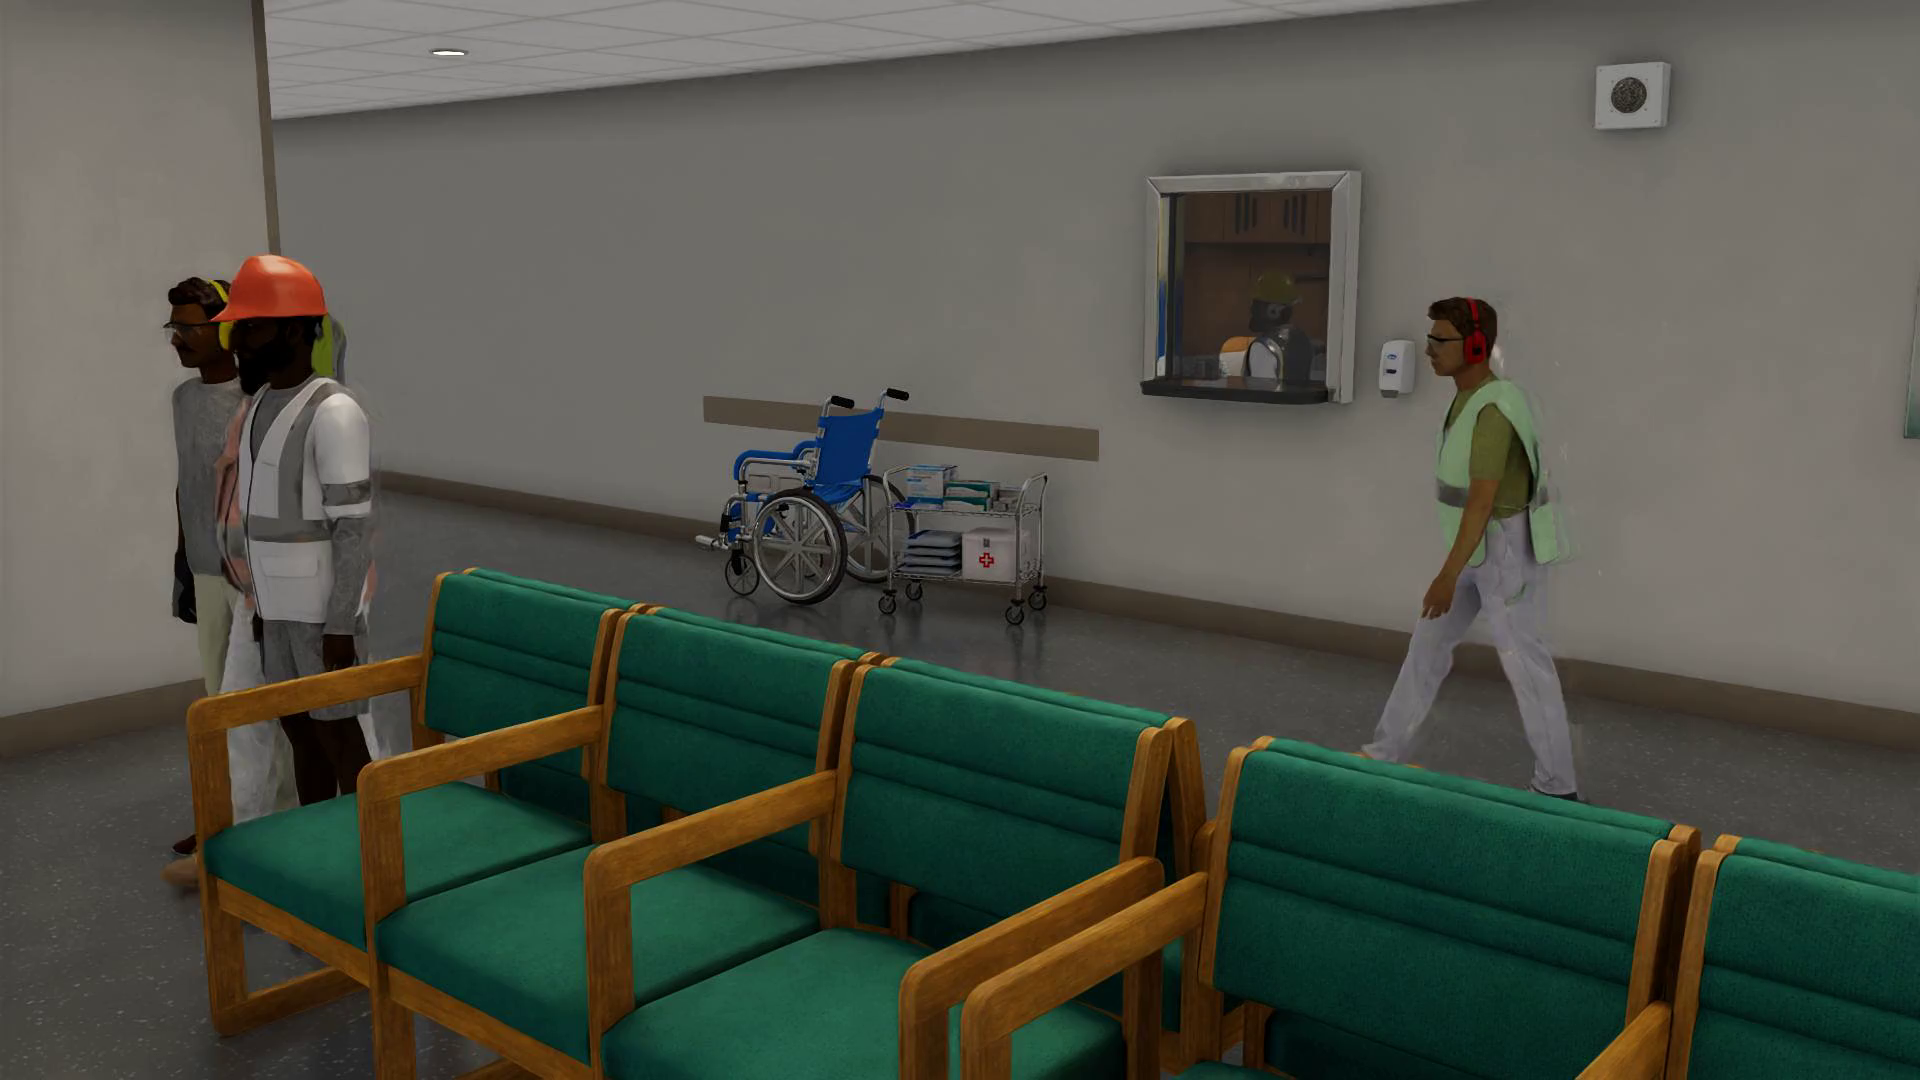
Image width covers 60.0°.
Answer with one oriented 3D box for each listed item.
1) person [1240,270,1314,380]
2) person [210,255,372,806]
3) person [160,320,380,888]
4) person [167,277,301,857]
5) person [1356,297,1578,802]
[{"bbox_3d":[1.701,-0.556,9.153,0.404,1.836,0.600,7,12,33],"label":"person"},{"bbox_3d":[-1.878,0.171,4.731,0.543,1.939,0.360,9,13,42],"label":"person"},{"bbox_3d":[-2.108,0.190,5.032,0.692,1.798,0.790,9,13,42],"label":"person"},{"bbox_3d":[-2.308,0.111,5.273,0.538,1.869,0.313,5,11,25],"label":"person"},{"bbox_3d":[1.709,0.075,5.687,0.972,1.786,0.562,0,10,2],"label":"person"}]
